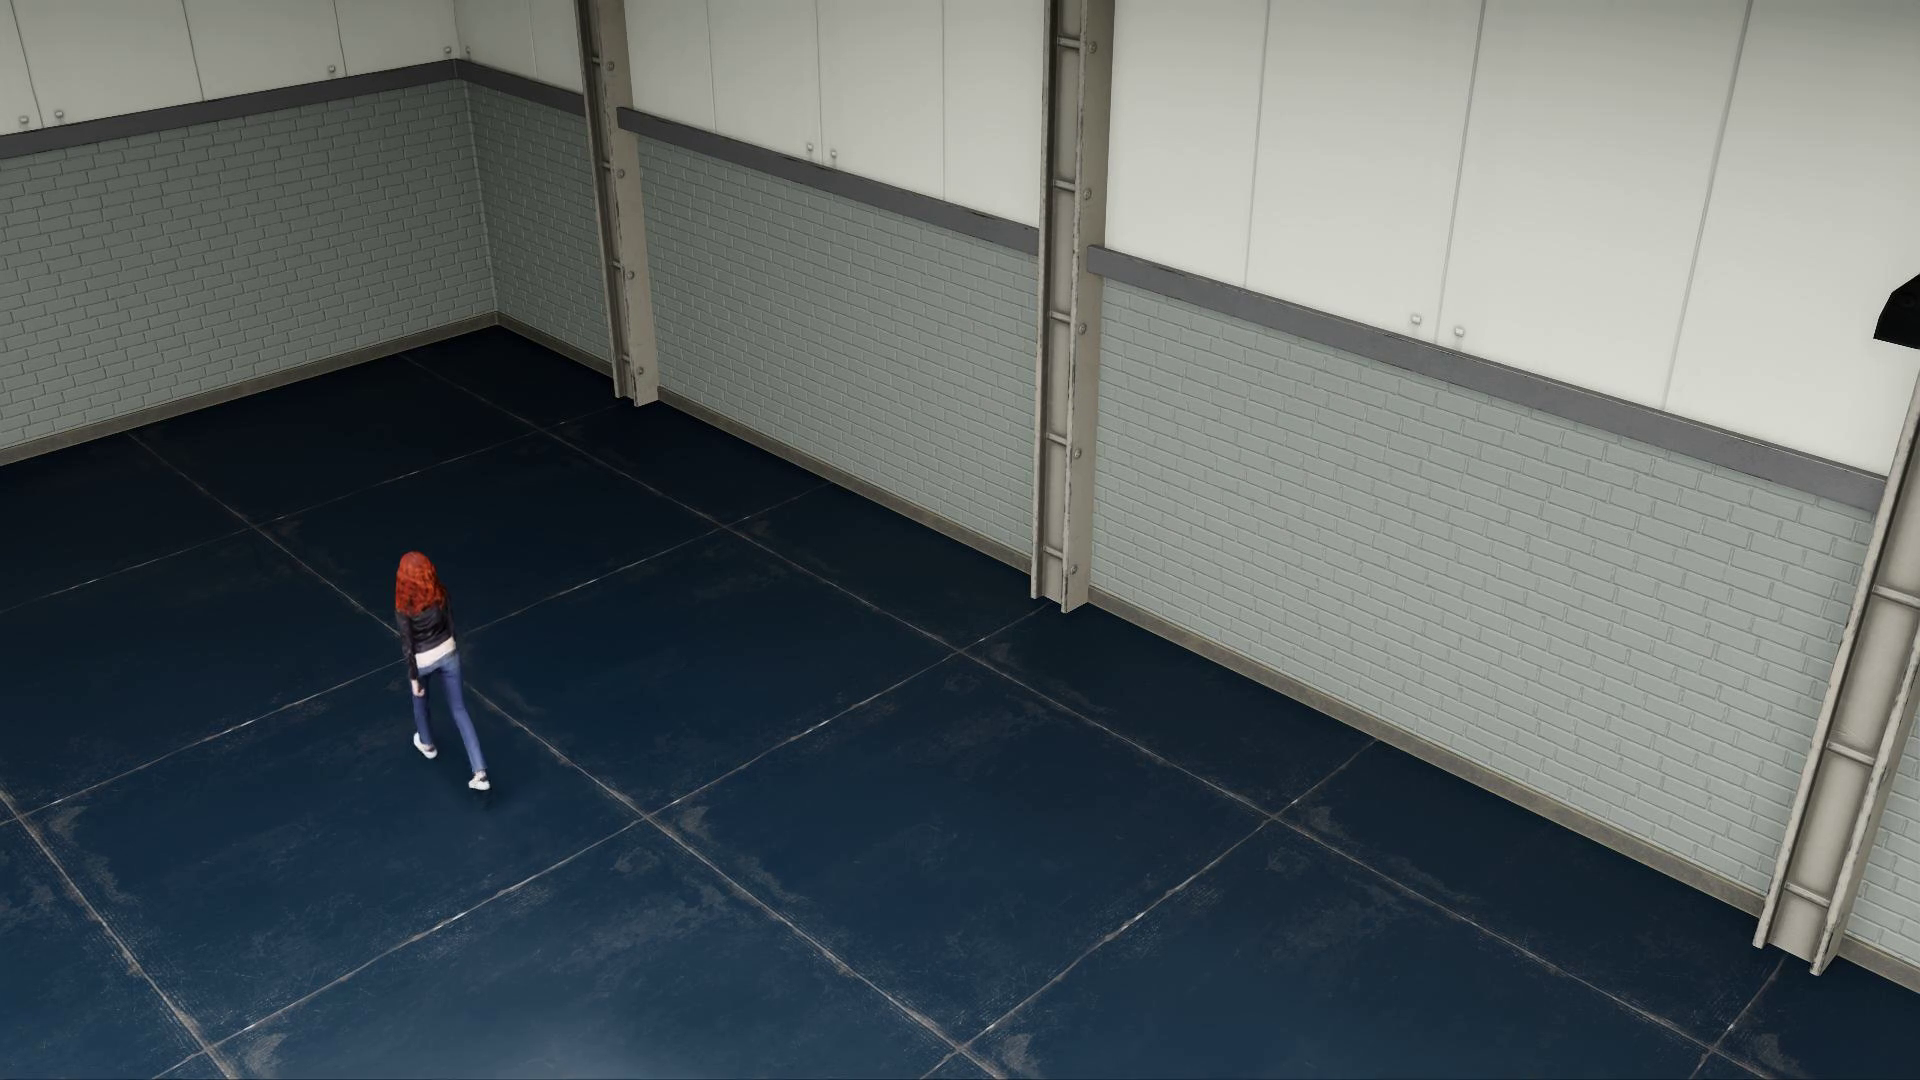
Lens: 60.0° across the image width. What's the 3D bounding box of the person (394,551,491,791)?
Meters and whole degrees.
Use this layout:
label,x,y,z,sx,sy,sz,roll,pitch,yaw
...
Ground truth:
label,x,y,z,sx,sy,sz,roll,pitch,yaw
person,-3.478,0.908,11.193,0.664,1.746,1.259,-21,34,-34
